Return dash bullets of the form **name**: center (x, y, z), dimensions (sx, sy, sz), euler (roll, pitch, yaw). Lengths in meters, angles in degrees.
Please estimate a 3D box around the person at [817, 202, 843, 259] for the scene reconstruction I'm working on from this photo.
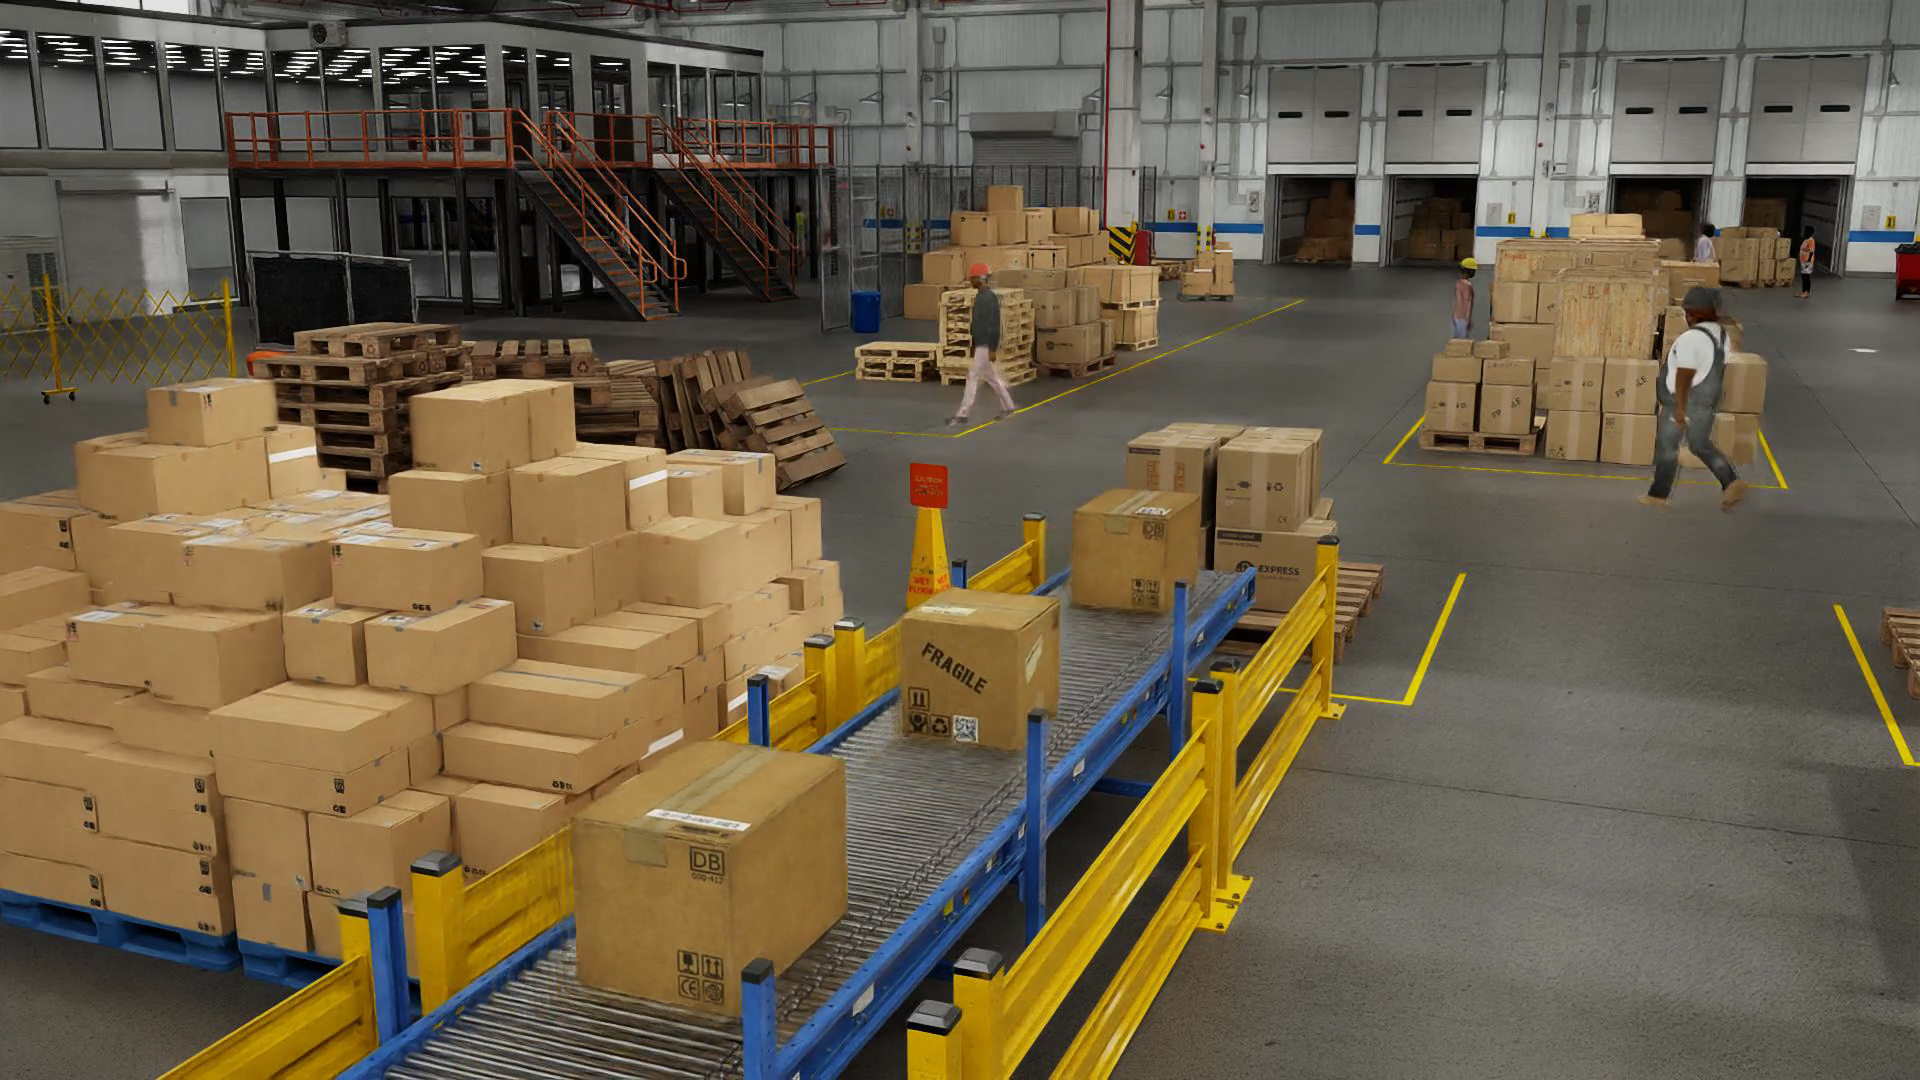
- **person**: center (-4.456, -10.538, 56.569), dimensions (0.986, 1.961, 0.596), euler (5, 14, 22)

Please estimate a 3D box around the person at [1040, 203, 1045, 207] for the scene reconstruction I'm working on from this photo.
- **person**: center (2.663, -9.920, 53.792), dimensions (0.615, 1.945, 0.400), euler (0, 13, 1)

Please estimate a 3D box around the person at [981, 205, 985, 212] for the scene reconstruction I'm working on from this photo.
- **person**: center (0.717, -9.276, 50.937), dimensions (0.548, 1.931, 0.379), euler (-2, 13, -8)

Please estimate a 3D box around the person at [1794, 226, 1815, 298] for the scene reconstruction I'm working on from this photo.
- **person**: center (20.014, -6.572, 39.342), dimensions (0.317, 1.695, 0.540), euler (2, 13, 11)

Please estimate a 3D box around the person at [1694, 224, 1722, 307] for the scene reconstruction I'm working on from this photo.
- **person**: center (16.361, -5.949, 36.250), dimensions (0.713, 1.822, 0.660), euler (5, 14, 23)

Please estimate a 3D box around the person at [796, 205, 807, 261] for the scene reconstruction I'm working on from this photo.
- **person**: center (-5.376, -10.175, 55.179), dimensions (0.628, 1.843, 0.429), euler (-7, 15, -30)

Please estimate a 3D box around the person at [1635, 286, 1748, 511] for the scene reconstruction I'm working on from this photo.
- **person**: center (6.546, -1.258, 14.730), dimensions (0.691, 2.000, 0.869), euler (-9, 15, -35)

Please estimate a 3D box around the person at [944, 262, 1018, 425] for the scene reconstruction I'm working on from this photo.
- **person**: center (0.283, -2.354, 19.902), dimensions (0.985, 1.931, 0.638), euler (-3, 13, -14)

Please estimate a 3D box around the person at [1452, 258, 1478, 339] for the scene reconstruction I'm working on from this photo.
- **person**: center (7.297, -3.198, 24.080), dimensions (0.334, 1.754, 0.525), euler (-1, 13, -3)
